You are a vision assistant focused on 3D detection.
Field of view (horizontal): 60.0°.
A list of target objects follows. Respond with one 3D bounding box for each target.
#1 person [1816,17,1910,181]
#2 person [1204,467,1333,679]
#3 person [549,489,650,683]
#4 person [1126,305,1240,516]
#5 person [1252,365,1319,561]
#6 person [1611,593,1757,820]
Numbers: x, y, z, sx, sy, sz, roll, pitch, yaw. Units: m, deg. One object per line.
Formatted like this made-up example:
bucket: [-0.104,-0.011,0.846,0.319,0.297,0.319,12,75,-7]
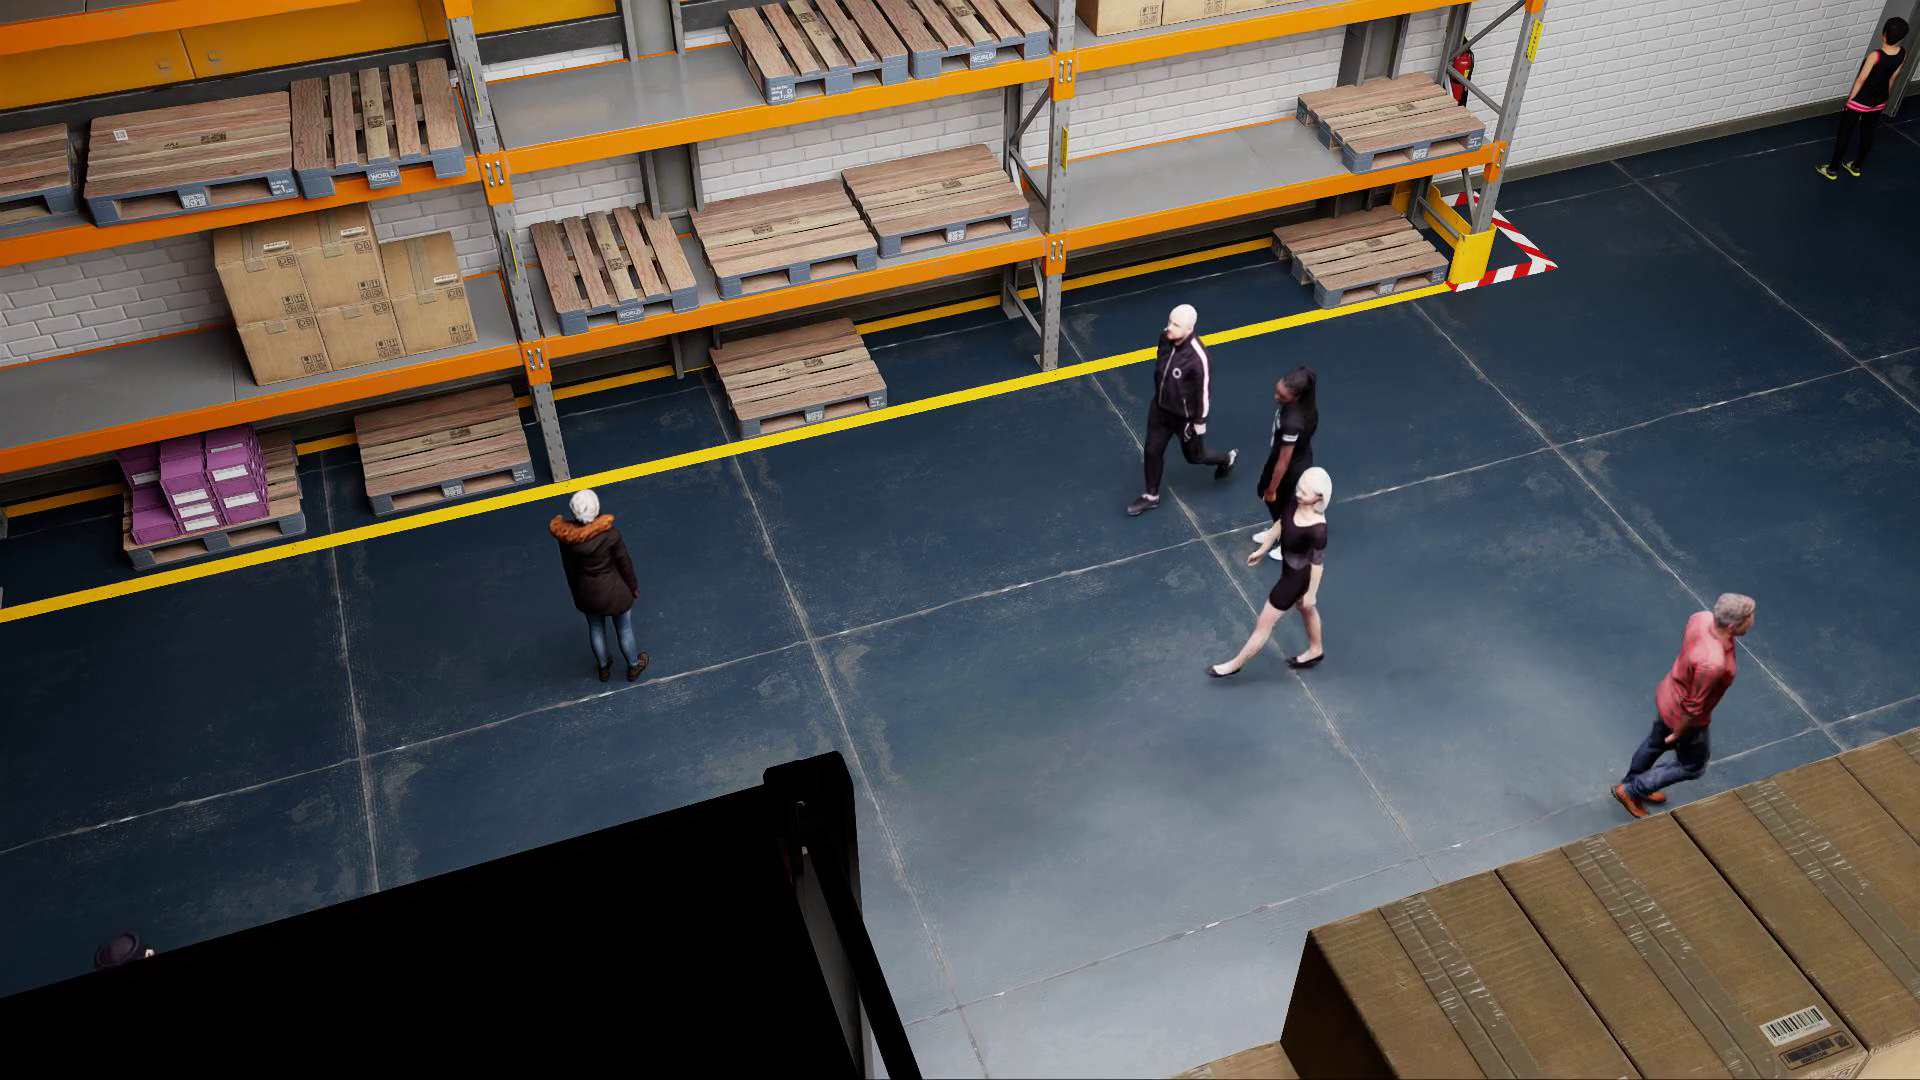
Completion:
person: [8.361,-4.060,15.292,0.480,1.550,0.621,-8,44,-9]
person: [2.242,0.222,10.620,1.136,1.794,0.783,-4,44,-4]
person: [-2.294,0.298,10.656,0.677,1.634,0.781,2,44,2]
person: [1.642,-0.947,11.839,1.215,1.806,0.858,-24,49,-23]
person: [2.320,-0.505,11.438,0.794,1.718,0.748,11,45,11]
person: [4.188,0.968,9.819,0.867,1.818,0.833,7,44,8]
